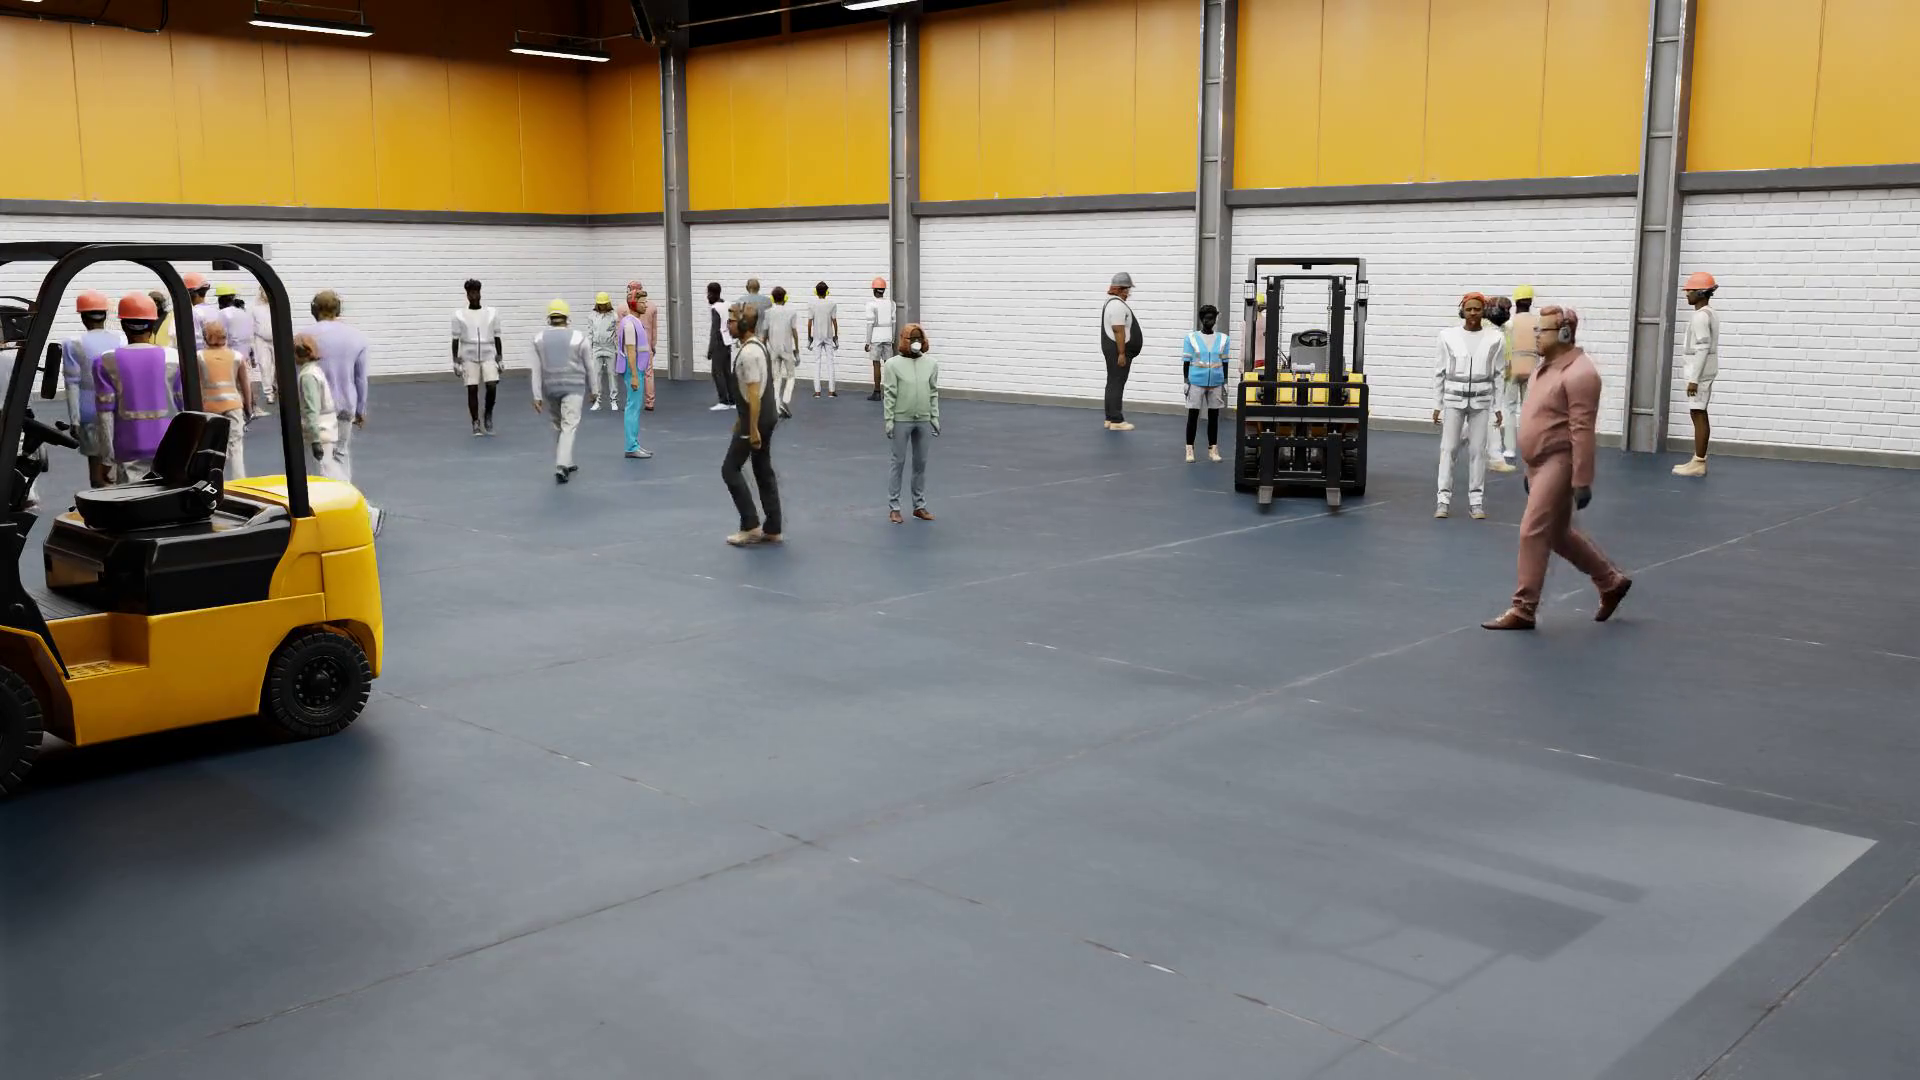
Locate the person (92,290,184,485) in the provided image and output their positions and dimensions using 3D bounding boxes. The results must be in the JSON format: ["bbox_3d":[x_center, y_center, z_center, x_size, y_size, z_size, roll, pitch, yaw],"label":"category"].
[{"bbox_3d":[-4.969,-0.547,10.181,0.545,1.939,0.373,-5,10,-28],"label":"person"}]

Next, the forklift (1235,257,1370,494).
[{"bbox_3d":[3.309,-1.629,16.029,1.214,2.155,2.313,2,9,11],"label":"forklift"}]

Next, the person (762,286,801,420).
[{"bbox_3d":[-2.447,-2.565,22.862,0.544,1.835,0.438,2,9,10],"label":"person"}]

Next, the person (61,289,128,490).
[{"bbox_3d":[-6.674,-0.998,13.012,0.554,1.921,0.730,-8,12,-41],"label":"person"}]

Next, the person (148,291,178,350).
[{"bbox_3d":[-9.432,-2.016,19.610,0.654,1.794,0.927,-2,9,-10],"label":"person"}]

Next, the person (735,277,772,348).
[{"bbox_3d":[-3.420,-3.398,27.679,0.639,1.941,0.396,-5,10,-26],"label":"person"}]

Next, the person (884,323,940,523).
[{"bbox_3d":[-0.391,-0.959,13.635,0.502,1.632,0.279,-5,11,-28],"label":"person"}]

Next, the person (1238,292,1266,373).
[{"bbox_3d":[3.830,-2.309,21.500,0.531,1.772,0.301,-5,10,-28],"label":"person"}]

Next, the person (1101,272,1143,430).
[{"bbox_3d":[2.097,-2.448,21.520,0.536,2.000,0.688,-1,9,-4],"label":"person"}]

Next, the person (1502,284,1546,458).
[{"bbox_3d":[6.117,-1.835,18.174,0.594,1.913,0.436,0,9,1],"label":"person"}]

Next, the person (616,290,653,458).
[{"bbox_3d":[-3.585,-1.820,18.270,0.373,1.843,0.571,-1,9,-6],"label":"person"}]

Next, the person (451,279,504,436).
[{"bbox_3d":[-5.948,-2.240,20.526,0.628,1.943,0.517,-4,10,-21],"label":"person"}]

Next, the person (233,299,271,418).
[{"bbox_3d":[-10.102,-2.532,23.212,0.870,1.659,0.539,1,9,3],"label":"person"}]

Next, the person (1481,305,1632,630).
[{"bbox_3d":[3.488,-0.412,9.568,0.867,1.879,0.655,0,9,-1],"label":"person"}]

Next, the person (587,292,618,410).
[{"bbox_3d":[-5.214,-2.763,24.376,0.485,1.740,0.303,0,9,-2],"label":"person"}]

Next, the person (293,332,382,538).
[{"bbox_3d":[-4.661,-0.727,12.270,0.611,1.613,0.535,-3,10,-17],"label":"person"}]

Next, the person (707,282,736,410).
[{"bbox_3d":[-3.483,-2.849,24.494,0.368,1.881,0.745,1,9,7],"label":"person"}]

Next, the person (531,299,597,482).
[{"bbox_3d":[-3.910,-1.469,16.336,0.570,1.787,0.951,1,9,7],"label":"person"}]

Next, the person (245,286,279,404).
[{"bbox_3d":[-10.647,-3.039,25.623,0.641,1.886,0.552,-6,11,-31],"label":"person"}]

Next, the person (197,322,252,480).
[{"bbox_3d":[-6.735,-1.188,15.169,0.547,1.590,0.864,-6,11,-33],"label":"person"}]

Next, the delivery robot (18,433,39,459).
[{"bbox_3d":[-9.623,-1.015,16.990,0.477,0.478,0.707,-5,11,-29],"label":"delivery robot"}]

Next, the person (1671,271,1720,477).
[{"bbox_3d":[7.361,-1.651,16.626,0.391,2.045,0.608,6,11,31],"label":"person"}]

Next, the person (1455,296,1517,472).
[{"bbox_3d":[5.435,-1.635,17.290,0.640,1.811,0.869,-9,13,-43],"label":"person"}]

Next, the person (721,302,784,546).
[{"bbox_3d":[-1.584,-0.856,12.425,0.564,1.827,0.509,1,9,5],"label":"person"}]

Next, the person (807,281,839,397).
[{"bbox_3d":[-2.220,-3.237,26.878,0.521,1.874,0.328,-1,9,-3],"label":"person"}]

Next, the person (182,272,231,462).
[{"bbox_3d":[-8.049,-1.816,17.649,0.396,2.038,0.614,0,9,2],"label":"person"}]

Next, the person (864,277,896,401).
[{"bbox_3d":[-1.263,-3.155,26.165,0.543,1.939,0.360,-6,11,-35],"label":"person"}]

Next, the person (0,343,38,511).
[{"bbox_3d":[-8.275,-1.032,14.243,0.883,1.581,0.518,2,10,14],"label":"person"}]

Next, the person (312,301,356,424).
[{"bbox_3d":[-8.428,-2.383,22.101,0.930,1.706,0.540,1,9,5],"label":"person"}]

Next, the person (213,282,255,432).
[{"bbox_3d":[-9.206,-2.299,21.006,0.418,1.909,0.605,1,9,5],"label":"person"}]

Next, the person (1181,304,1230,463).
[{"bbox_3d":[2.628,-1.670,17.804,0.533,1.698,0.318,-1,9,-8],"label":"person"}]

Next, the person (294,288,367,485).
[{"bbox_3d":[-5.050,-1.065,13.418,0.555,1.916,0.639,7,12,37],"label":"person"}]

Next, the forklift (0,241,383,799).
[{"bbox_3d":[-3.706,-0.171,7.093,1.214,2.155,2.313,9,13,43],"label":"forklift"}]

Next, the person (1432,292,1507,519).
[{"bbox_3d":[4.216,-1.112,13.810,0.572,1.883,0.353,2,9,12],"label":"person"}]

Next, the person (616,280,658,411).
[{"bbox_3d":[-4.707,-2.814,24.178,0.638,1.909,0.408,-7,12,-38],"label":"person"}]
